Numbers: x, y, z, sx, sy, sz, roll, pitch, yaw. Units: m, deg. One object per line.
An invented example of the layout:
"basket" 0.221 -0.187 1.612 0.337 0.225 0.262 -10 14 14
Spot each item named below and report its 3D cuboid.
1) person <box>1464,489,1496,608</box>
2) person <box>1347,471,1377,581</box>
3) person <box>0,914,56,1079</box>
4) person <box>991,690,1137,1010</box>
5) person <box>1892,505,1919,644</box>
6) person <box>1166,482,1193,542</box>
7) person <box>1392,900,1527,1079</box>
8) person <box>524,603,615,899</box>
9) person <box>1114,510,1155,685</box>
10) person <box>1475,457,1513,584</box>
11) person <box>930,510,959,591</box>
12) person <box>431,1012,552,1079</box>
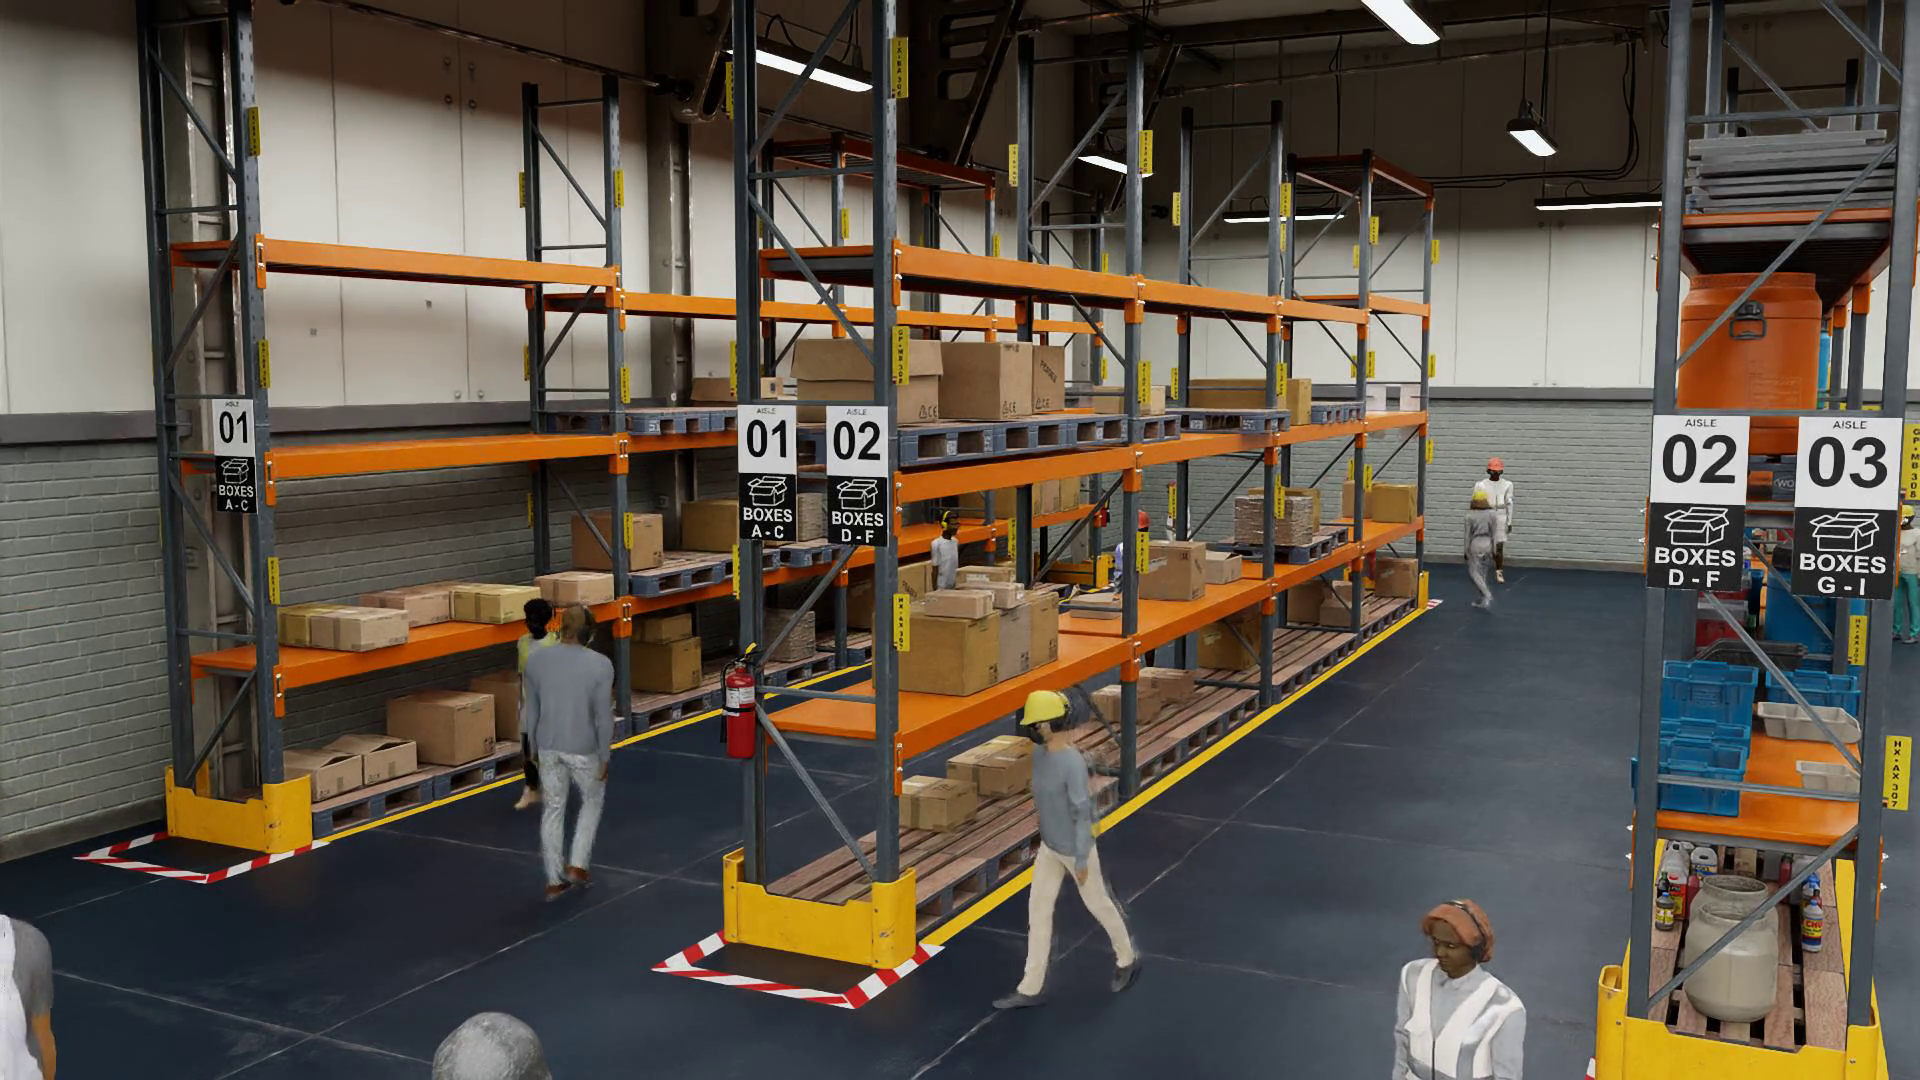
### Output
"person" 7.438 0.141 23.691 0.489 1.725 0.639 -1 6 -13
"person" 6.117 -0.124 25.131 0.632 1.938 1.016 4 7 37
"person" -3.311 1.859 5.412 0.683 2.000 1.028 -4 7 -36
"person" 0.617 1.653 9.015 0.910 1.710 0.604 -3 7 -29
"person" 11.801 0.419 20.811 0.342 1.757 0.529 -3 7 -27
"person" 3.107 0.086 23.625 0.390 1.838 0.563 1 6 11
"person" 1.715 2.032 5.717 0.316 1.632 0.509 -4 7 -32
"person" -2.533 1.366 10.807 0.647 1.912 0.465 1 6 6
"person" 1.904 0.647 17.696 0.553 1.935 0.362 1 6 13
"person" 8.512 -0.305 26.532 0.601 2.036 0.409 0 6 2
"person" -0.156 0.593 18.613 0.317 1.861 0.515 4 7 31
"person" -1.018 2.036 3.689 0.688 2.000 0.536 1 6 6
